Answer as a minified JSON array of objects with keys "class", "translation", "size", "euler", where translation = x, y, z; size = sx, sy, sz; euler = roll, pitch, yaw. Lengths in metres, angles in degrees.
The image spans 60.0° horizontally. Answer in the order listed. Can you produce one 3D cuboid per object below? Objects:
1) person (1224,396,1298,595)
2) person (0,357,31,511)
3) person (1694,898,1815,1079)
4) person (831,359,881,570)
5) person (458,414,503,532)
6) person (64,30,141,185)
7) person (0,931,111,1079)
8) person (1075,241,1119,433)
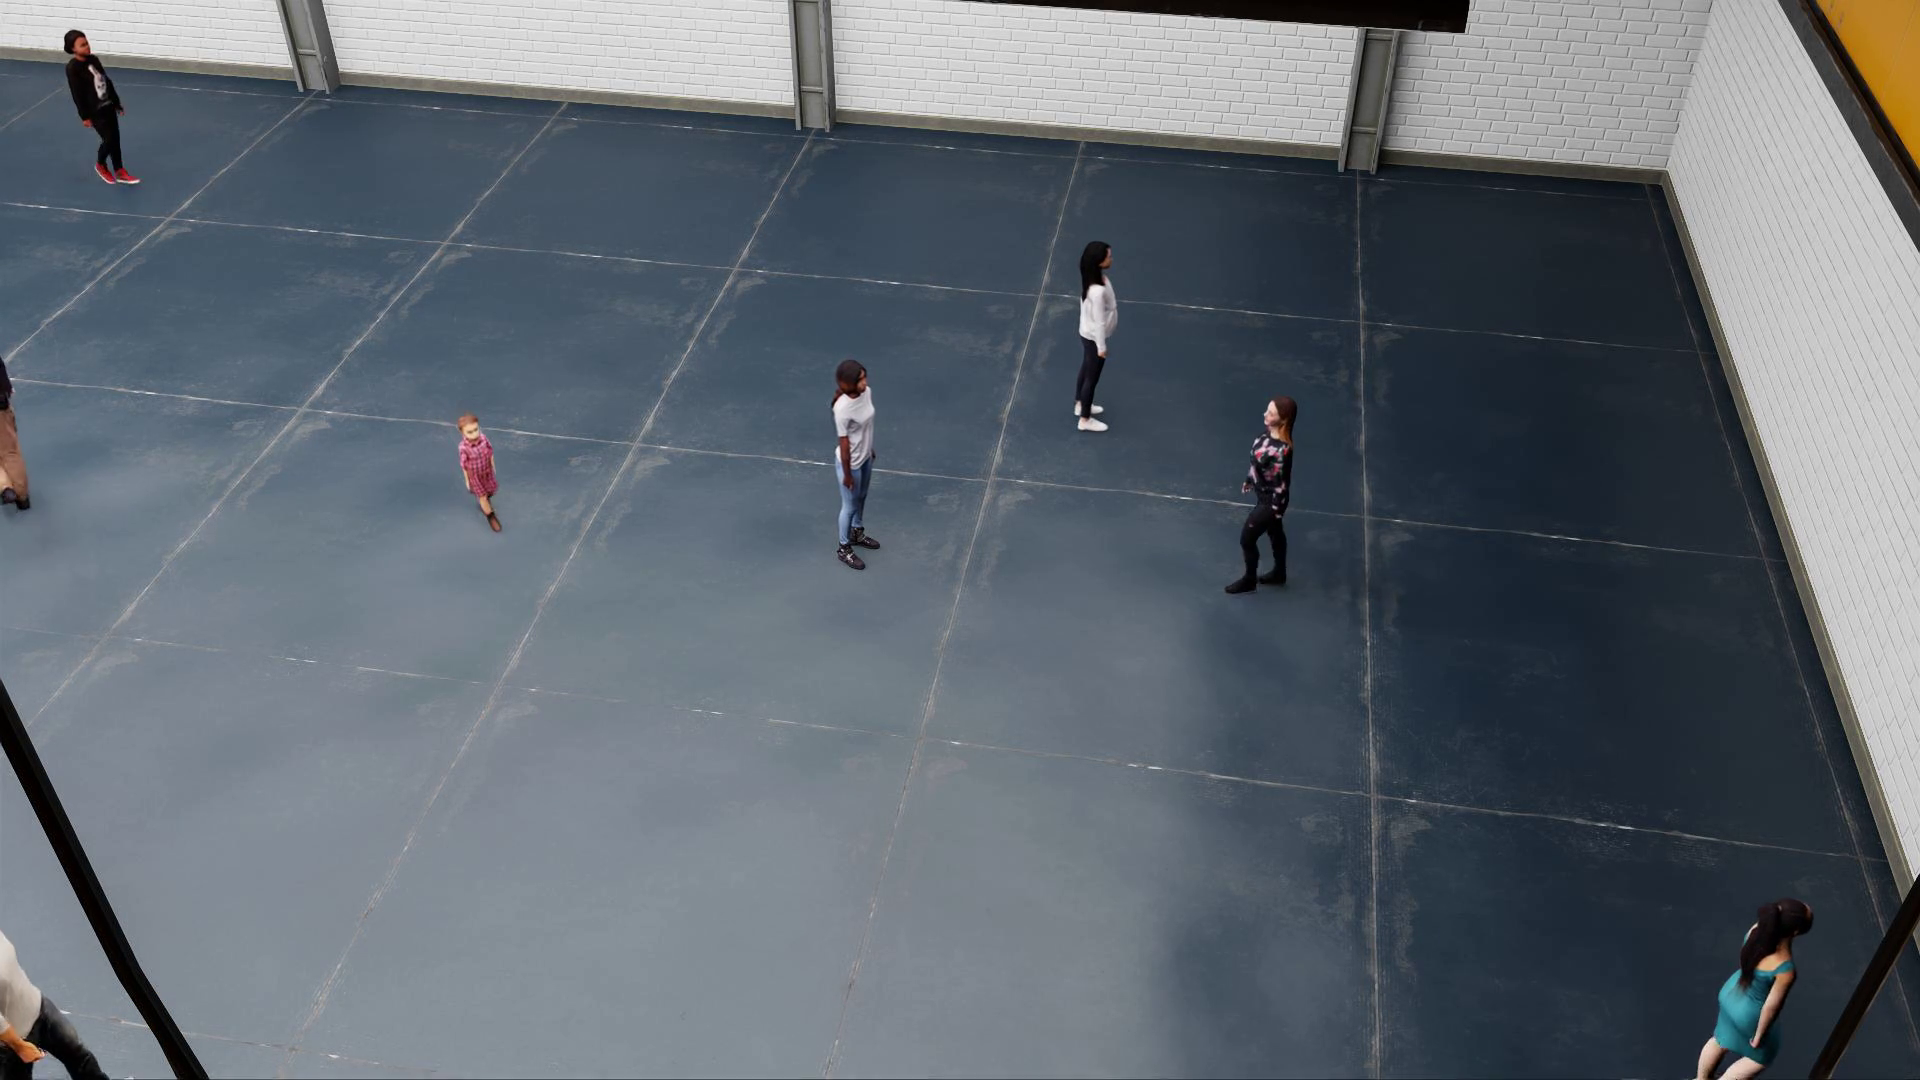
[{"class":"person","translation":[2.318,-0.319,11.961],"size":[0.718,1.665,0.614],"euler":[2,39,3]},{"class":"person","translation":[-7.427,-0.999,12.613],"size":[0.852,1.914,0.908],"euler":[-26,45,-29]},{"class":"person","translation":[3.971,2.412,8.530],"size":[0.658,1.679,0.628],"euler":[-4,39,-5]},{"class":"person","translation":[-0.770,-0.584,12.249],"size":[0.597,1.719,0.634],"euler":[16,41,19]},{"class":"person","translation":[-3.702,-0.548,12.769],"size":[0.594,1.014,0.659],"euler":[-26,45,-29]},{"class":"person","translation":[-8.937,-4.452,17.138],"size":[0.661,1.662,0.625],"euler":[9,40,11]},{"class":"person","translation":[-4.874,2.457,8.386],"size":[1.194,1.787,0.887],"euler":[-5,39,-7]},{"class":"person","translation":[1.099,-1.692,13.652],"size":[0.627,1.700,0.669],"euler":[-2,39,-3]}]
